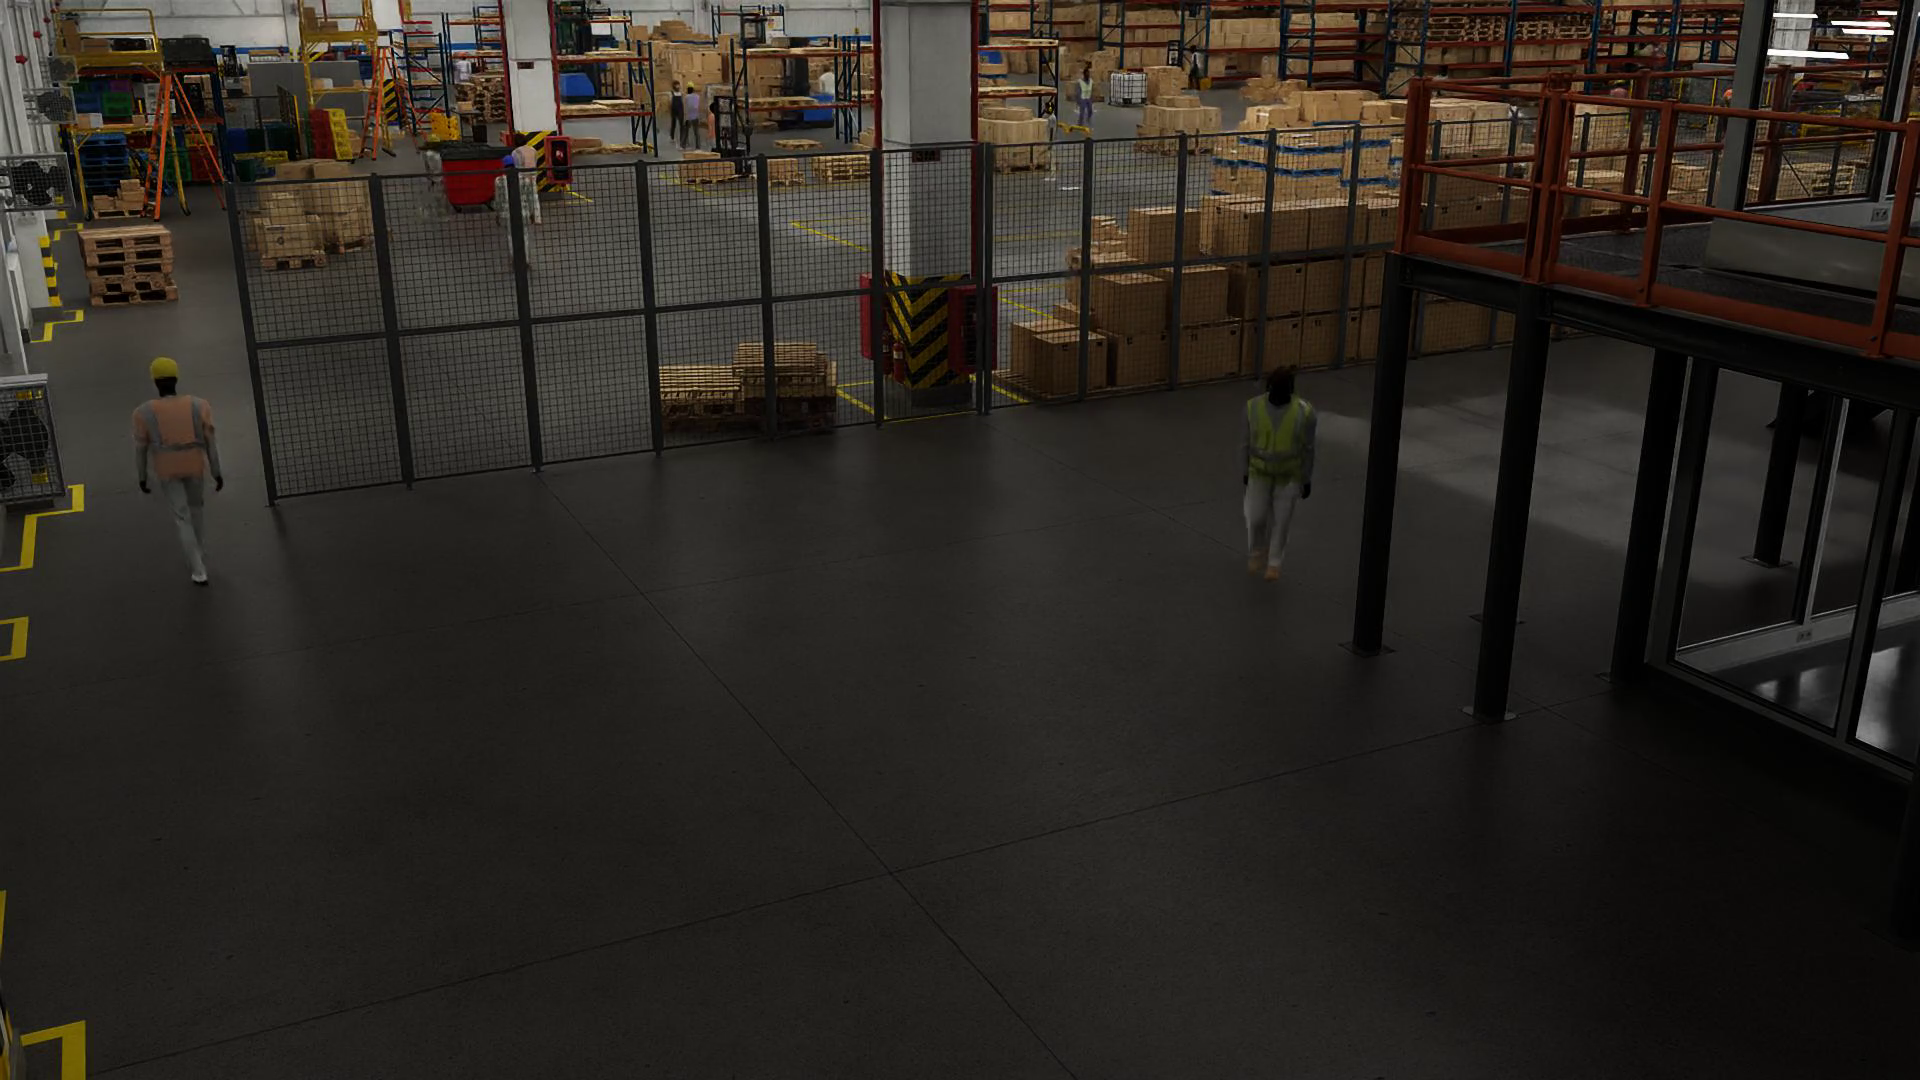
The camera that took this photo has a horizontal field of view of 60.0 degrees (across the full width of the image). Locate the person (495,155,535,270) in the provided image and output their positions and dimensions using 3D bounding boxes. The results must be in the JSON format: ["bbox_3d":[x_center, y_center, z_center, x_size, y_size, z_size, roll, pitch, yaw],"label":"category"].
[{"bbox_3d":[-7.544,-5.549,28.186,0.668,1.925,0.516,-9,21,-24],"label":"person"}]

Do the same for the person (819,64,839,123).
[{"bbox_3d":[-4.265,-14.556,54.320,0.659,1.914,0.440,-2,19,-6],"label":"person"}]

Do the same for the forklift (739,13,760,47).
[{"bbox_3d":[-9.909,-23.472,78.711,1.129,2.768,1.873,-9,21,-25],"label":"forklift"}]

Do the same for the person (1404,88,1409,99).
[{"bbox_3d":[11.657,-10.805,43.420,0.551,1.933,0.373,-3,19,-7],"label":"person"}]

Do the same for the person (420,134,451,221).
[{"bbox_3d":[-10.632,-7.309,33.583,0.479,1.726,0.501,2,19,6],"label":"person"}]

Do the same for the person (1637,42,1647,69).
[{"bbox_3d":[30.898,-21.746,75.526,0.540,1.679,0.625,-9,21,-24],"label":"person"}]

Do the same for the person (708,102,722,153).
[{"bbox_3d":[-6.147,-10.125,41.807,0.318,1.698,0.536,-9,21,-25],"label":"person"}]

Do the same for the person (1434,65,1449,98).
[{"bbox_3d":[15.592,-14.306,53.562,0.609,1.929,0.850,-10,21,-27],"label":"person"}]

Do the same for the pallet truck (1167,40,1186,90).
[{"bbox_3d":[9.045,-19.971,69.895,0.823,1.965,1.885,-3,19,-8],"label":"pallet truck"}]

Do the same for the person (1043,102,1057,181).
[{"bbox_3d":[2.174,-9.583,40.000,0.328,1.861,0.502,0,19,-1],"label":"person"}]

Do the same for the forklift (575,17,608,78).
[{"bbox_3d":[-16.387,-21.270,72.327,1.873,2.768,1.129,-9,21,-25],"label":"forklift"}]

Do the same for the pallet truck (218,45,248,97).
[{"bbox_3d":[-28.879,-18.665,66.111,0.823,1.965,1.885,-3,19,-9],"label":"pallet truck"}]

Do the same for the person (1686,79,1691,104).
[{"bbox_3d":[25.697,-15.771,58.246,0.911,1.650,0.525,-10,22,-27],"label":"person"}]

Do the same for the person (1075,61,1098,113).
[{"bbox_3d":[4.413,-15.860,58.285,0.937,1.794,0.557,15,24,37],"label":"person"}]

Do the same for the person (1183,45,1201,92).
[{"bbox_3d":[9.529,-19.308,68.144,0.853,1.872,0.746,1,19,3],"label":"person"}]

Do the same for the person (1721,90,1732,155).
[{"bbox_3d":[19.338,-10.351,42.012,0.389,1.992,0.625,11,22,30],"label":"person"}]

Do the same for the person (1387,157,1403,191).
[{"bbox_3d":[8.211,-6.435,30.793,0.582,1.905,0.465,-6,20,-16],"label":"person"}]

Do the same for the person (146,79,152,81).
[{"bbox_3d":[-25.022,-13.436,51.508,0.517,1.634,0.313,10,21,26],"label":"person"}]

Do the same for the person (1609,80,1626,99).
[{"bbox_3d":[19.818,-13.068,50.311,0.547,1.716,0.922,0,19,0],"label":"person"}]

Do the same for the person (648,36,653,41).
[{"bbox_3d":[-14.098,-22.011,75.925,0.632,1.914,0.568,-11,22,-30],"label":"person"}]

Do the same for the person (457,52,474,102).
[{"bbox_3d":[-18.482,-17.287,62.275,0.552,1.884,0.990,0,19,1],"label":"person"}]

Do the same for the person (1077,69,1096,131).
[{"bbox_3d":[3.979,-13.763,52.061,0.614,1.889,0.802,-11,22,-29],"label":"person"}]

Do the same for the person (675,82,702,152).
[{"bbox_3d":[-7.543,-11.751,46.246,0.956,1.874,0.603,15,24,37],"label":"person"}]

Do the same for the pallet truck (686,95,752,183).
[{"bbox_3d":[-5.836,-9.608,39.856,0.823,1.965,1.885,10,22,27],"label":"pallet truck"}]

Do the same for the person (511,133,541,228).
[{"bbox_3d":[-8.587,-7.086,32.810,0.430,1.837,0.620,12,22,31],"label":"person"}]

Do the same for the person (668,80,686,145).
[{"bbox_3d":[-8.235,-12.419,48.294,0.516,1.815,0.875,-8,21,-23],"label":"person"}]

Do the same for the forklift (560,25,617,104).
[{"bbox_3d":[-14.059,-17.891,62.532,1.873,2.768,1.129,-9,21,-25],"label":"forklift"}]

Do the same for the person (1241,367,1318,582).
[{"bbox_3d":[2.629,-0.539,13.822,0.627,1.827,0.448,6,20,16],"label":"person"}]

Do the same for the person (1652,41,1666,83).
[{"bbox_3d":[30.890,-21.089,73.292,0.564,1.888,0.660,11,22,29],"label":"person"}]

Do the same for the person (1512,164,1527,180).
[{"bbox_3d":[8.879,-5.075,26.804,0.356,1.938,0.633,-5,20,-14],"label":"person"}]

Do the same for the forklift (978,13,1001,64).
[{"bbox_3d":[0.969,-23.826,79.738,1.873,2.768,1.129,12,22,31],"label":"forklift"}]

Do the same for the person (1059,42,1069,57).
[{"bbox_3d":[4.840,-22.520,77.893,0.534,1.596,0.869,8,21,21],"label":"person"}]

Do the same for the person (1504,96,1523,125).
[{"bbox_3d":[13.359,-9.932,40.730,0.712,2.000,0.647,-6,20,-17],"label":"person"}]

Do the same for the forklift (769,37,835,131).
[{"bbox_3d":[-5.009,-14.380,52.354,1.873,2.768,1.129,-9,21,-25],"label":"forklift"}]

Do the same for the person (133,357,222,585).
[{"bbox_3d":[-6.556,-0.603,13.936,0.608,1.871,0.983,-13,23,-34],"label":"person"}]
